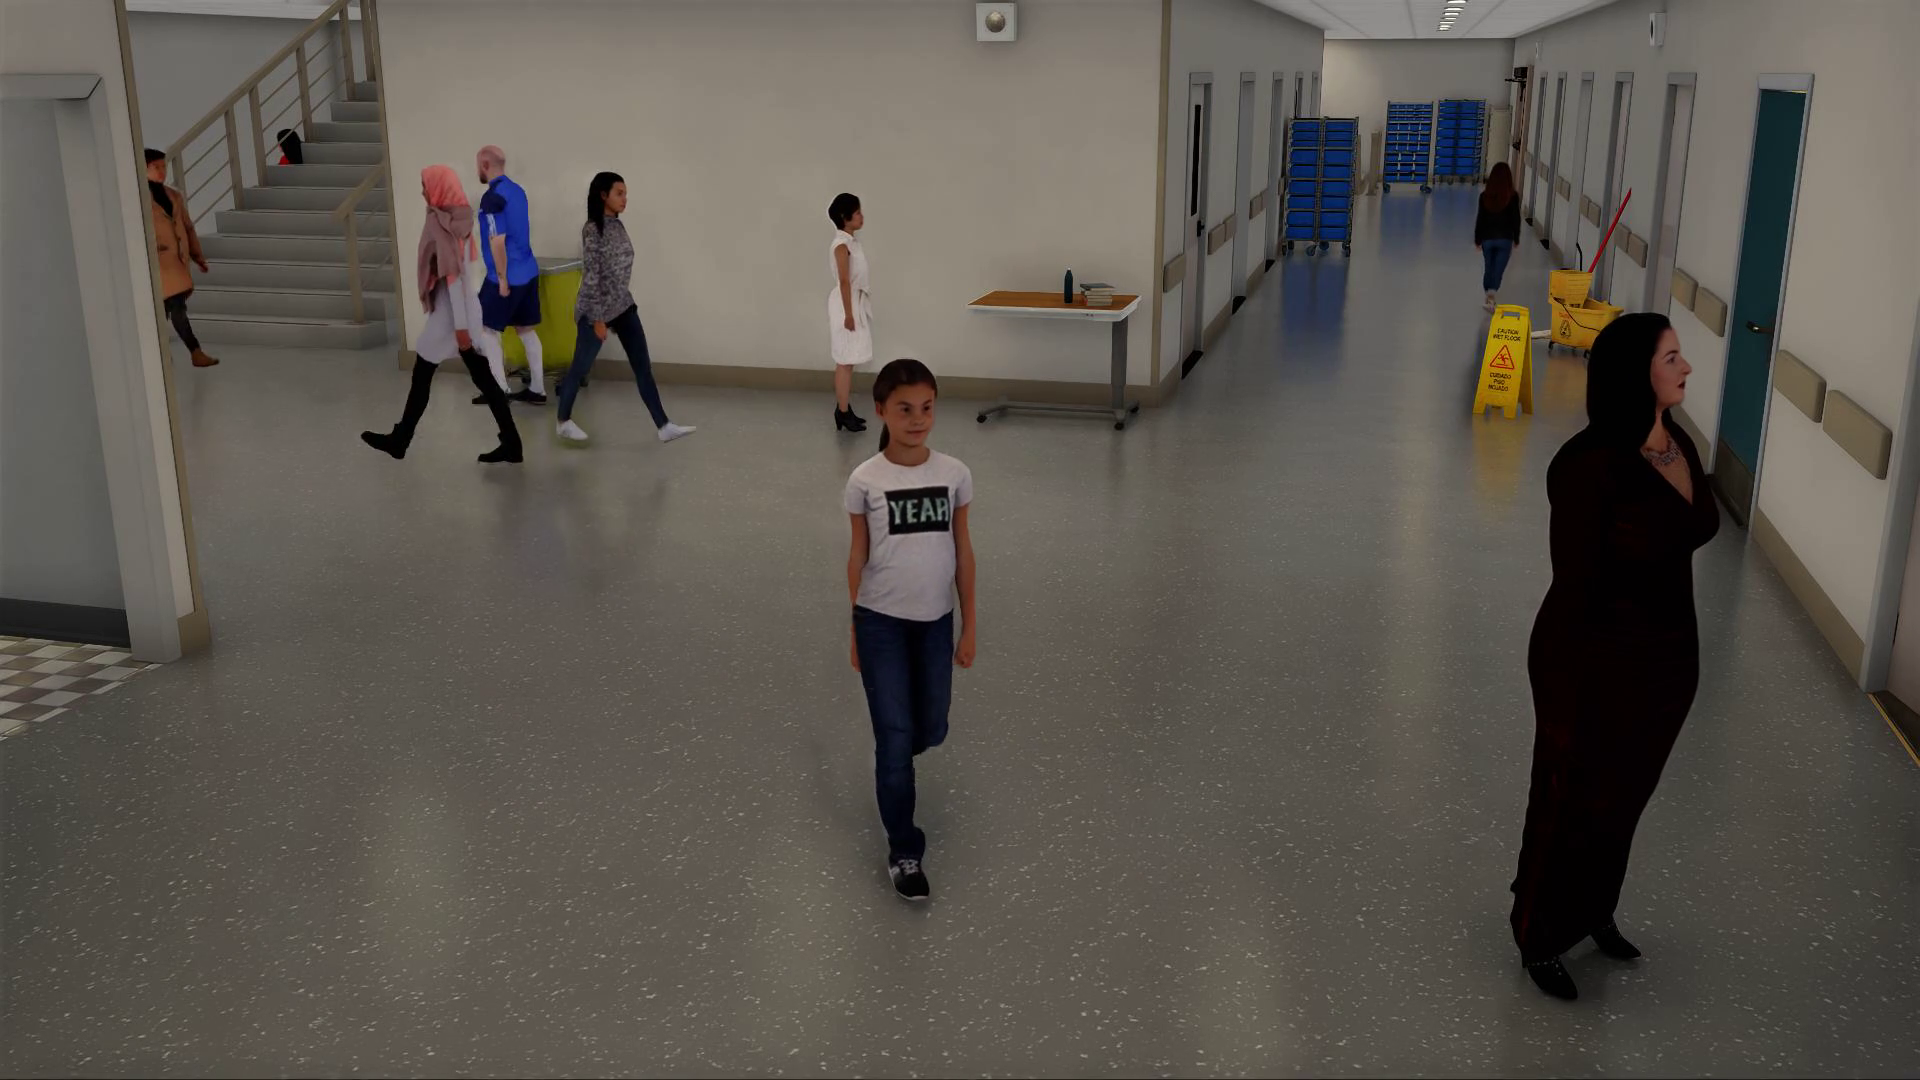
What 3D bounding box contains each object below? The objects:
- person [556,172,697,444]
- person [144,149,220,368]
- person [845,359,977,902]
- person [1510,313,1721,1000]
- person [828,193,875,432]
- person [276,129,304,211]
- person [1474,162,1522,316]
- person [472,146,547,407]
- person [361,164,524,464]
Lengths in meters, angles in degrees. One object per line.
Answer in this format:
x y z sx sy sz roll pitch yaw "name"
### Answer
-2.286 -1.392 10.397 0.838 1.667 1.188 7 17 24 "person"
-6.345 -2.211 13.174 0.775 1.694 1.063 6 17 21 "person"
-0.177 0.226 4.894 0.842 1.538 1.007 -5 16 -16 "person"
1.649 0.296 4.240 0.733 1.759 0.829 -13 20 -39 "person"
-0.746 -1.513 11.033 0.682 1.555 0.552 -1 16 -3 "person"
-6.903 -3.386 17.320 0.704 1.748 0.579 2 16 7 "person"
5.217 -2.910 16.172 0.745 1.455 1.023 10 18 31 "person"
-3.086 -1.833 11.685 0.737 1.817 0.621 3 16 12 "person"
-2.870 -1.270 9.802 0.885 1.755 1.161 0 16 0 "person"
